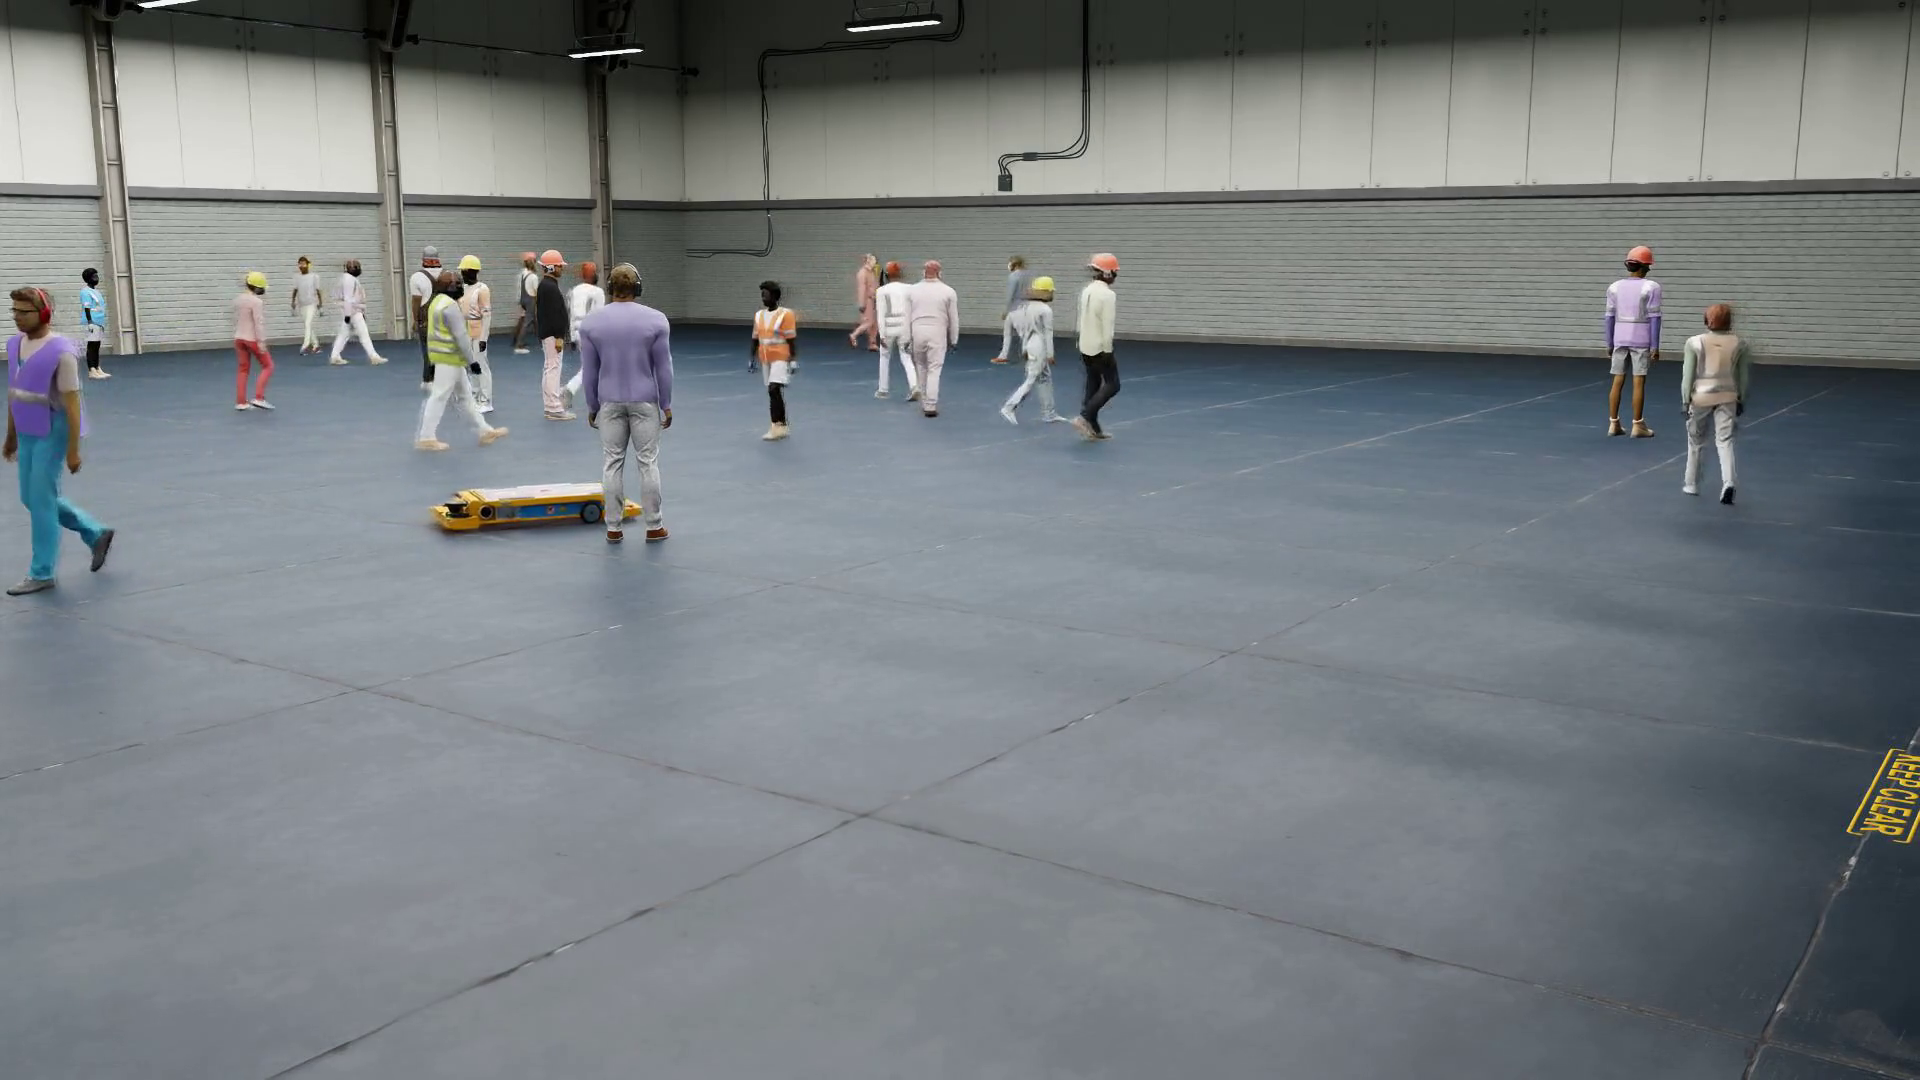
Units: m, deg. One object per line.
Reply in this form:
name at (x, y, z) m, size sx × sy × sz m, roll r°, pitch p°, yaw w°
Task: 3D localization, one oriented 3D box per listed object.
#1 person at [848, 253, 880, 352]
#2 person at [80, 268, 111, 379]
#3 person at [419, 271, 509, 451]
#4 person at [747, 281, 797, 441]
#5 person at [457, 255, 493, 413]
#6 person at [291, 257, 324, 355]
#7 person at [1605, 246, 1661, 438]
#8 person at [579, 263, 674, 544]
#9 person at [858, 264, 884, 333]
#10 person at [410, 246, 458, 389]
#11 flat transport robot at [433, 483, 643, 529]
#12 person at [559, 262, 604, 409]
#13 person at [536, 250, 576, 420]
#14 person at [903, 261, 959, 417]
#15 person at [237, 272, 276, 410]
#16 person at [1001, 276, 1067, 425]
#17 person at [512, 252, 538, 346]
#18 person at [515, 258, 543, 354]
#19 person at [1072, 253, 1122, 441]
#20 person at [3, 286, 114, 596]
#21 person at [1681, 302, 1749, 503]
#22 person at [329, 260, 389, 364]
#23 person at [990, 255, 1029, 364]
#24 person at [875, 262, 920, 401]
person at (-1.786, -4.540, 31.858) m, size 0.557 × 1.892 × 0.651 m, roll 3°, pitch 11°, yaw 18°
person at (-13.301, -3.319, 25.545) m, size 0.319 × 1.697 × 0.533 m, roll -2°, pitch 10°, yaw -11°
person at (-5.075, -1.808, 16.815) m, size 0.961 × 1.788 × 0.630 m, roll -5°, pitch 11°, yaw -25°
person at (-2.027, -1.870, 17.469) m, size 0.558 × 1.671 × 0.662 m, roll 8°, pitch 13°, yaw 38°
person at (-5.966, -2.521, 20.420) m, size 0.587 × 1.930 × 0.355 m, roll 10°, pitch 14°, yaw 43°
person at (-12.272, -4.391, 31.212) m, size 0.542 × 1.821 × 0.967 m, roll 1°, pitch 10°, yaw 5°
person at (7.230, -2.120, 17.853) m, size 0.380 × 2.045 × 0.605 m, roll -8°, pitch 13°, yaw -39°
person at (-2.292, -0.933, 11.505) m, size 0.631 × 1.940 × 0.372 m, roll 0°, pitch 10°, yaw -3°
person at (-2.082, -5.729, 38.637) m, size 0.627 × 1.844 × 0.429 m, roll -3°, pitch 11°, yaw -16°
person at (-7.565, -3.196, 23.890) m, size 0.672 × 2.000 × 0.536 m, roll -7°, pitch 12°, yaw -35°
flat transport robot at (-3.160, -0.272, 12.470) m, size 1.431 × 0.197 × 0.652 m, roll -5°, pitch 11°, yaw -26°
person at (-4.670, -2.524, 20.668) m, size 0.600 × 1.859 × 0.801 m, roll 8°, pitch 13°, yaw 38°
person at (-4.796, -2.415, 19.645) m, size 0.378 × 1.995 × 0.612 m, roll -4°, pitch 11°, yaw -23°
person at (-0.334, -2.440, 20.179) m, size 0.656 × 1.852 × 0.997 m, roll 2°, pitch 10°, yaw 11°
person at (-8.770, -2.455, 20.639) m, size 0.558 × 1.730 × 0.395 m, roll 8°, pitch 13°, yaw 36°
person at (0.846, -2.176, 19.136) m, size 0.857 × 1.706 × 0.489 m, roll -4°, pitch 11°, yaw -22°
person at (-8.588, -4.829, 33.465) m, size 0.999 × 1.879 × 0.572 m, roll -1°, pitch 10°, yaw -4°
person at (-8.065, -4.423, 31.467) m, size 0.972 × 1.791 × 0.540 m, roll -9°, pitch 13°, yaw -41°
person at (1.439, -2.002, 17.389) m, size 0.504 × 1.981 × 0.628 m, roll -5°, pitch 11°, yaw -26°
person at (-5.513, -0.621, 10.061) m, size 0.604 × 1.824 × 0.743 m, roll 7°, pitch 12°, yaw 33°
person at (6.112, -1.113, 13.448) m, size 0.530 × 1.610 × 0.809 m, roll 2°, pitch 10°, yaw 10°
person at (-10.408, -3.901, 28.544) m, size 0.965 × 1.797 × 0.663 m, roll -4°, pitch 11°, yaw -19°
person at (1.041, -3.937, 28.486) m, size 1.019 × 1.896 × 0.627 m, roll 3°, pitch 11°, yaw 16°
person at (-0.831, -2.762, 22.026) m, size 0.576 × 1.845 × 0.948 m, roll -5°, pitch 11°, yaw -26°
